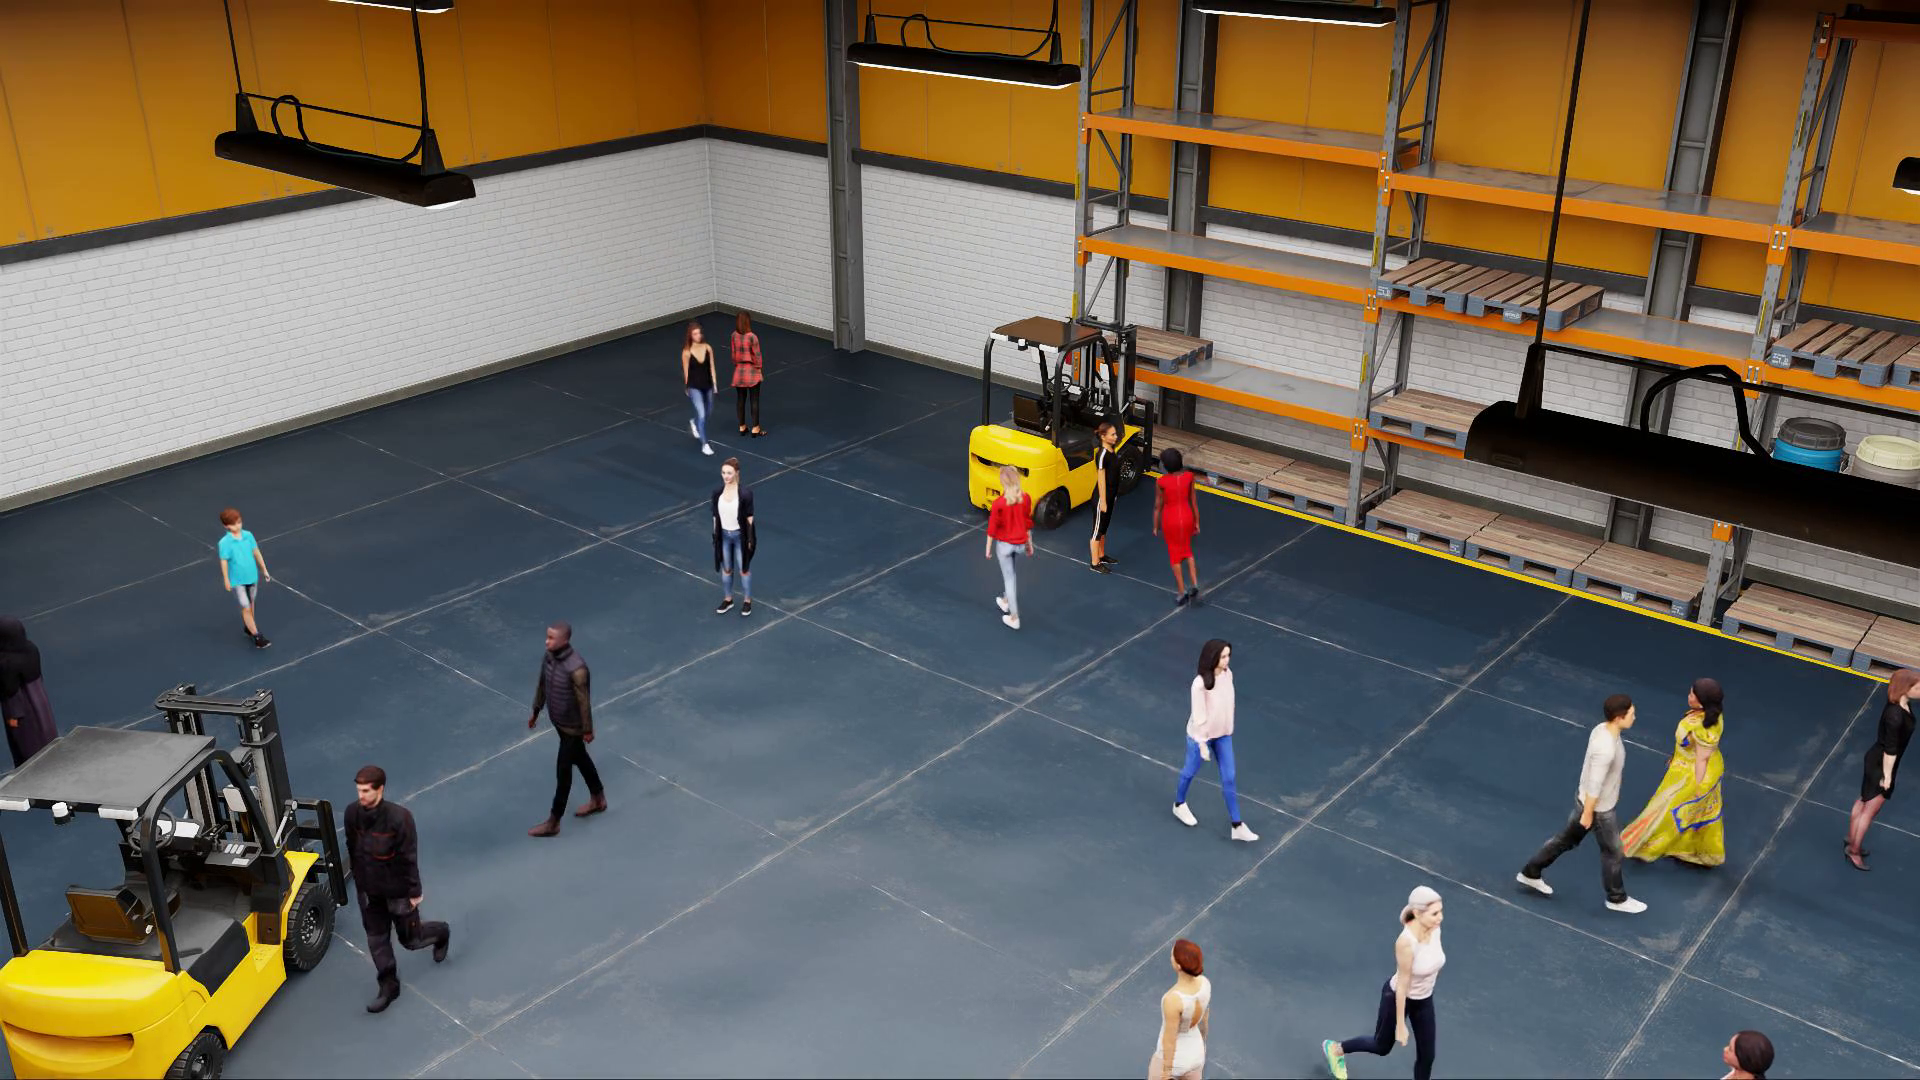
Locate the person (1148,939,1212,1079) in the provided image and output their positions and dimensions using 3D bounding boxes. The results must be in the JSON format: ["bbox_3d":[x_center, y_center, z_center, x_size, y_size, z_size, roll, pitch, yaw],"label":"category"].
[{"bbox_3d":[1.374,3.102,9.861,0.607,1.626,0.945,-22,32,-40],"label":"person"}]

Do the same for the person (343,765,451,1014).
[{"bbox_3d":[-3.868,2.323,11.401,1.062,1.820,1.014,8,25,17],"label":"person"}]

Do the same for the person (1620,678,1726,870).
[{"bbox_3d":[5.734,1.831,12.765,1.144,1.630,0.933,12,27,26],"label":"person"}]

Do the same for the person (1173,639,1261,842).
[{"bbox_3d":[1.909,1.552,13.276,0.830,1.730,1.138,-15,28,-31],"label":"person"}]

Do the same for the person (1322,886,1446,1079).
[{"bbox_3d":[2.694,2.860,10.355,0.729,1.674,1.152,-19,30,-37],"label":"person"}]

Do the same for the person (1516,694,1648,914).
[{"bbox_3d":[4.608,1.939,12.347,1.264,1.766,0.982,7,25,16],"label":"person"}]

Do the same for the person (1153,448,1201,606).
[{"bbox_3d":[2.266,-0.118,17.124,0.744,1.710,0.749,-1,24,-3],"label":"person"}]

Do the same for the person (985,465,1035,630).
[{"bbox_3d":[0.548,0.096,16.659,0.801,1.690,0.929,-13,27,-27],"label":"person"}]

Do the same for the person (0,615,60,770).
[{"bbox_3d":[-7.786,1.360,13.861,0.759,1.615,0.716,1,24,3],"label":"person"}]

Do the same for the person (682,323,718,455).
[{"bbox_3d":[-3.374,-1.975,21.393,0.726,1.692,1.066,-16,28,-32],"label":"person"}]

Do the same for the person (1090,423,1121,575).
[{"bbox_3d":[1.557,-0.481,18.004,0.633,1.669,0.647,9,25,19],"label":"person"}]

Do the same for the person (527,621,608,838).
[{"bbox_3d":[-3.076,1.451,13.408,0.894,1.811,0.999,-18,29,-35],"label":"person"}]

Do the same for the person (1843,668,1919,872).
[{"bbox_3d":[7.123,1.750,12.857,0.569,1.704,0.630,12,26,25],"label":"person"}]

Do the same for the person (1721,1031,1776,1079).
[{"bbox_3d":[4.193,3.395,9.051,0.613,1.738,0.622,9,25,20],"label":"person"}]

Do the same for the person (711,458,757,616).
[{"bbox_3d":[-2.298,-0.044,16.987,0.651,1.683,0.774,6,24,12],"label":"person"}]

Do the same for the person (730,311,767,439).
[{"bbox_3d":[-2.800,-2.187,21.866,0.547,1.703,0.708,13,27,27],"label":"person"}]

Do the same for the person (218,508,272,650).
[{"bbox_3d":[-7.119,0.341,16.427,0.861,1.427,0.587,14,27,29],"label":"person"}]
